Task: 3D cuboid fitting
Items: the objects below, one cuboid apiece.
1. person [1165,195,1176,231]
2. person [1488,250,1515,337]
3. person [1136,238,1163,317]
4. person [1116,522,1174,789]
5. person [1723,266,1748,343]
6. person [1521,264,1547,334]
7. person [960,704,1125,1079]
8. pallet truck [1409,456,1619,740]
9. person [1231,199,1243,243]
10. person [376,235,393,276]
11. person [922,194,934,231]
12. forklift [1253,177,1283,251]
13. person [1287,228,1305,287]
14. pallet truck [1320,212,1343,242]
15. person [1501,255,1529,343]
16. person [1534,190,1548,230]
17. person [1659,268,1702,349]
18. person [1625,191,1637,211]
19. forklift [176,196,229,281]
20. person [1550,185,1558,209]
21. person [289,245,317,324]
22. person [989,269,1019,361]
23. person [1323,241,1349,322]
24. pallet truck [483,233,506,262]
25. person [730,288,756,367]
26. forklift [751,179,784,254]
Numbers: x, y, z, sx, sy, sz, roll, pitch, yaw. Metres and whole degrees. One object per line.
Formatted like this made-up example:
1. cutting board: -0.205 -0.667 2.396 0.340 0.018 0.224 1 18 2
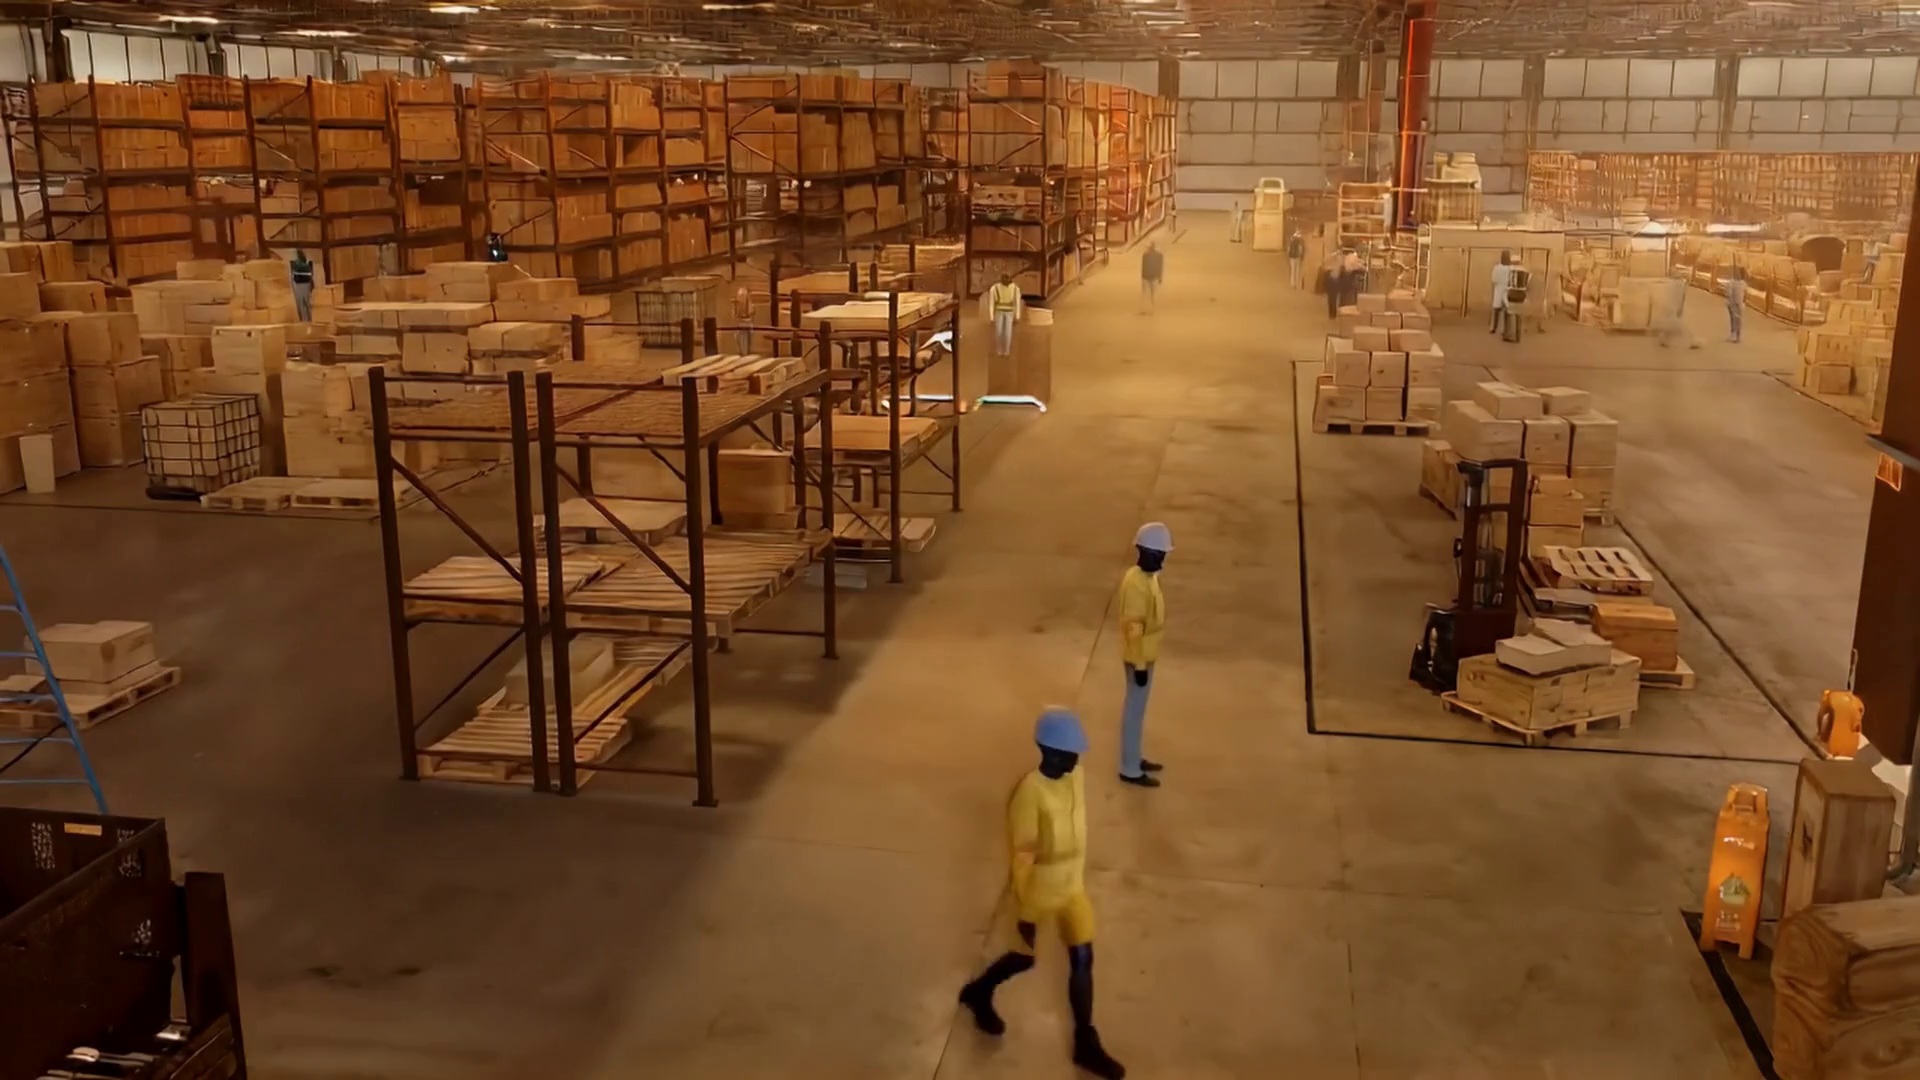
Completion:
1. person: 9.801 -15.253 77.564 0.531 1.697 0.322 1 14 3
2. person: 12.394 -5.631 37.946 0.603 1.966 0.368 10 17 36
3. person: 4.734 -6.560 41.698 0.646 1.968 0.807 10 17 36
4. person: 1.319 0.805 11.909 0.383 1.921 0.586 3 14 13
5. person: 17.163 -5.192 36.742 0.319 1.693 0.536 0 14 0
6. person: 13.342 -5.608 38.586 0.714 1.605 0.507 12 19 41
7. person: 0.396 1.703 8.317 0.941 1.904 0.556 11 18 39
8. pallet truck: 4.504 0.400 13.395 0.823 1.965 1.885 -6 15 -23
9. person: 11.596 -13.384 69.732 0.404 1.821 0.589 -7 16 -27
10. person: -15.703 -7.403 45.403 0.430 1.840 0.626 -7 16 -27
11. person: -1.448 -14.821 75.525 0.590 1.837 0.404 -4 14 -15
12. forklift: 12.083 -12.747 64.956 1.129 2.768 1.873 3 14 10
13. person: 10.074 -8.488 49.987 0.526 1.753 0.390 4 14 16
14. pallet truck: 15.874 -13.227 70.310 0.680 1.201 1.601 10 17 35
15. person: 12.258 -5.328 36.776 0.552 1.936 0.362 -6 15 -23
16. person: 26.714 -15.119 76.530 0.627 1.936 0.585 6 15 24
17. person: 15.507 -4.954 35.706 0.532 1.724 0.900 -11 17 -37
18. person: 32.441 -16.024 80.459 0.416 1.814 0.615 -11 18 -37
19. forklift: -20.891 -8.159 46.327 1.129 2.768 1.873 3 14 10
20. person: 31.443 -17.922 88.099 0.374 1.841 0.575 -2 14 -9
21. person: -15.956 -6.208 40.414 0.593 1.911 0.386 -12 18 -41
22. person: 0.906 -4.558 33.787 0.617 1.865 0.494 -2 14 -9
23. person: 9.225 -6.378 40.825 0.843 2.000 0.534 -10 17 -36
24. pallet truck: -11.832 -7.026 43.548 1.885 1.965 0.823 8 16 28
25. person: -4.248 -4.139 32.629 0.515 1.611 0.734 -1 14 -2
26. forklift: -6.910 -12.233 62.871 1.873 2.768 1.129 2 14 9
